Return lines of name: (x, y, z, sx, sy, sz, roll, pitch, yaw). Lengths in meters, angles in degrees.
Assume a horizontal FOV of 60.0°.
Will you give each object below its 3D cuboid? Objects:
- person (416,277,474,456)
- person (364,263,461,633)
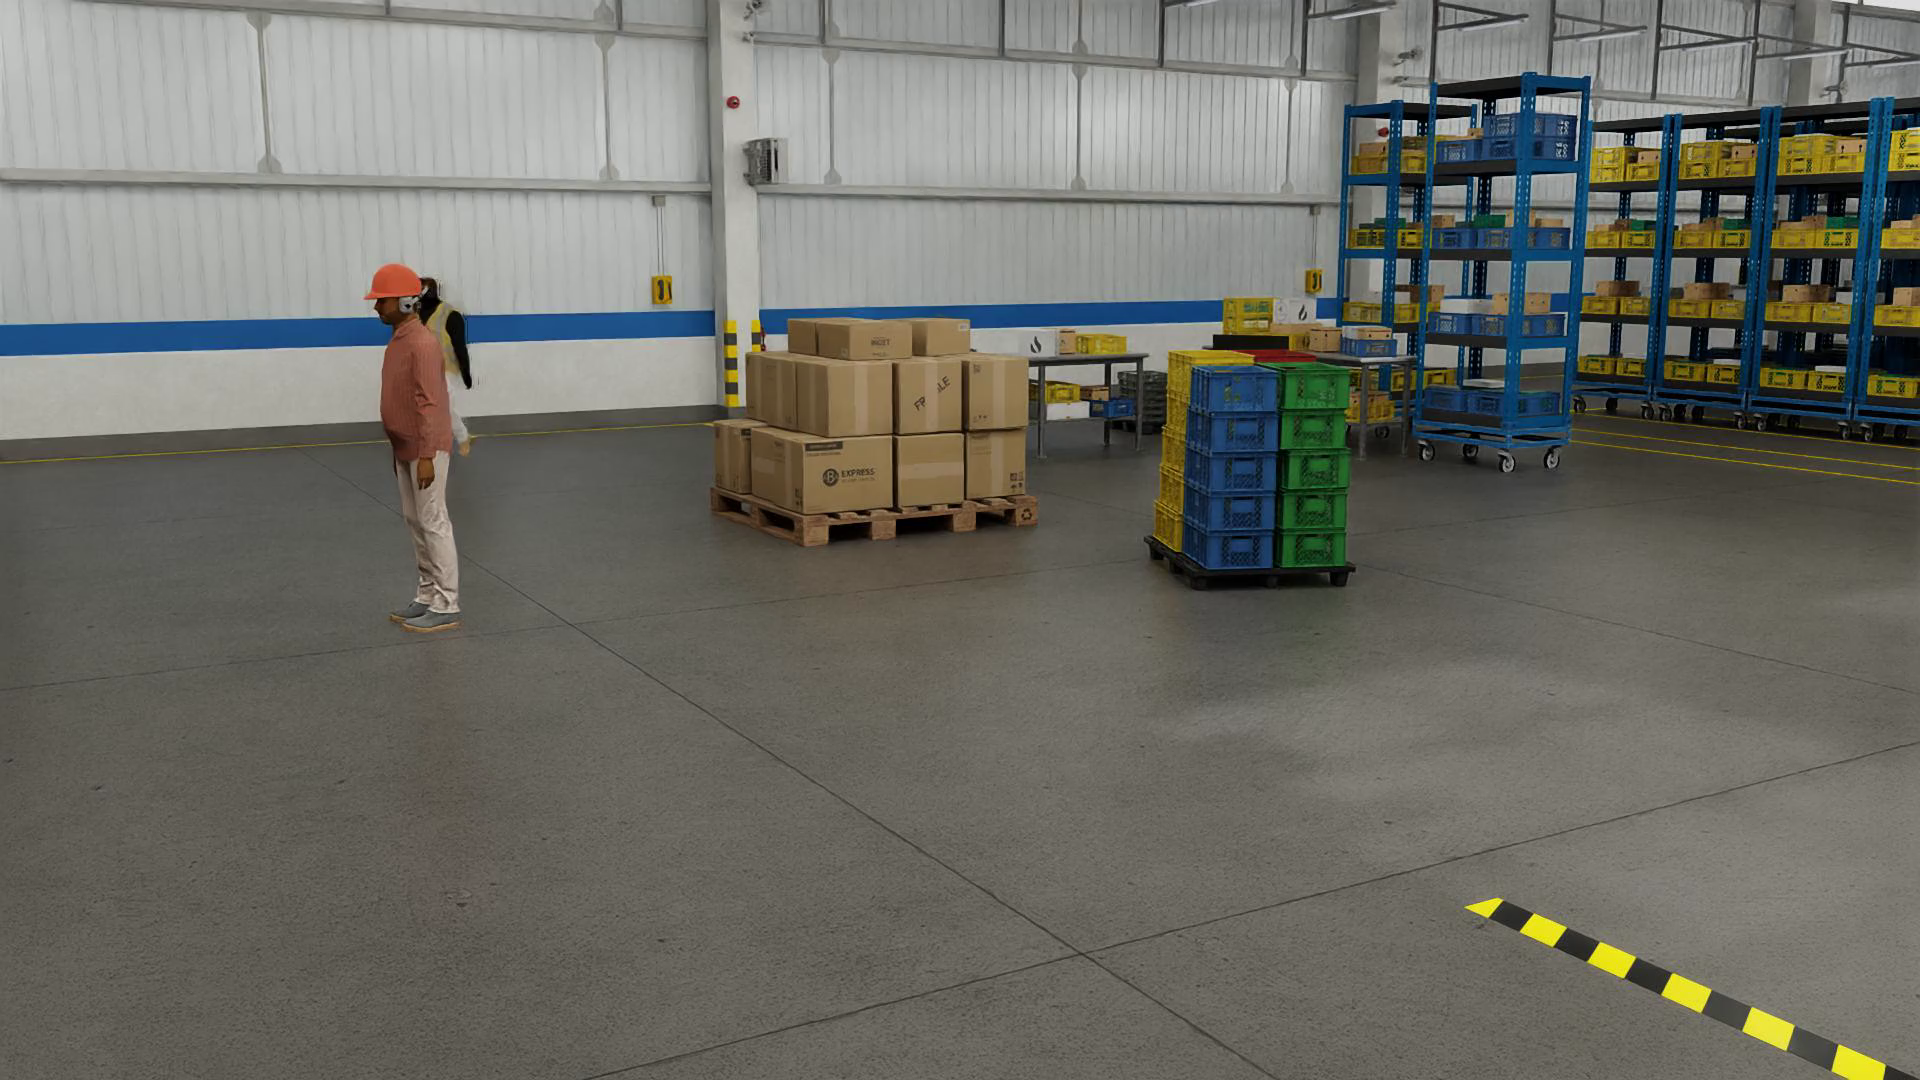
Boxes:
person: (-5.010, -1.653, 16.140, 0.665, 1.796, 0.937, 5, 11, 27)
person: (-2.968, -0.492, 9.013, 0.409, 1.987, 0.608, -7, 12, -36)
